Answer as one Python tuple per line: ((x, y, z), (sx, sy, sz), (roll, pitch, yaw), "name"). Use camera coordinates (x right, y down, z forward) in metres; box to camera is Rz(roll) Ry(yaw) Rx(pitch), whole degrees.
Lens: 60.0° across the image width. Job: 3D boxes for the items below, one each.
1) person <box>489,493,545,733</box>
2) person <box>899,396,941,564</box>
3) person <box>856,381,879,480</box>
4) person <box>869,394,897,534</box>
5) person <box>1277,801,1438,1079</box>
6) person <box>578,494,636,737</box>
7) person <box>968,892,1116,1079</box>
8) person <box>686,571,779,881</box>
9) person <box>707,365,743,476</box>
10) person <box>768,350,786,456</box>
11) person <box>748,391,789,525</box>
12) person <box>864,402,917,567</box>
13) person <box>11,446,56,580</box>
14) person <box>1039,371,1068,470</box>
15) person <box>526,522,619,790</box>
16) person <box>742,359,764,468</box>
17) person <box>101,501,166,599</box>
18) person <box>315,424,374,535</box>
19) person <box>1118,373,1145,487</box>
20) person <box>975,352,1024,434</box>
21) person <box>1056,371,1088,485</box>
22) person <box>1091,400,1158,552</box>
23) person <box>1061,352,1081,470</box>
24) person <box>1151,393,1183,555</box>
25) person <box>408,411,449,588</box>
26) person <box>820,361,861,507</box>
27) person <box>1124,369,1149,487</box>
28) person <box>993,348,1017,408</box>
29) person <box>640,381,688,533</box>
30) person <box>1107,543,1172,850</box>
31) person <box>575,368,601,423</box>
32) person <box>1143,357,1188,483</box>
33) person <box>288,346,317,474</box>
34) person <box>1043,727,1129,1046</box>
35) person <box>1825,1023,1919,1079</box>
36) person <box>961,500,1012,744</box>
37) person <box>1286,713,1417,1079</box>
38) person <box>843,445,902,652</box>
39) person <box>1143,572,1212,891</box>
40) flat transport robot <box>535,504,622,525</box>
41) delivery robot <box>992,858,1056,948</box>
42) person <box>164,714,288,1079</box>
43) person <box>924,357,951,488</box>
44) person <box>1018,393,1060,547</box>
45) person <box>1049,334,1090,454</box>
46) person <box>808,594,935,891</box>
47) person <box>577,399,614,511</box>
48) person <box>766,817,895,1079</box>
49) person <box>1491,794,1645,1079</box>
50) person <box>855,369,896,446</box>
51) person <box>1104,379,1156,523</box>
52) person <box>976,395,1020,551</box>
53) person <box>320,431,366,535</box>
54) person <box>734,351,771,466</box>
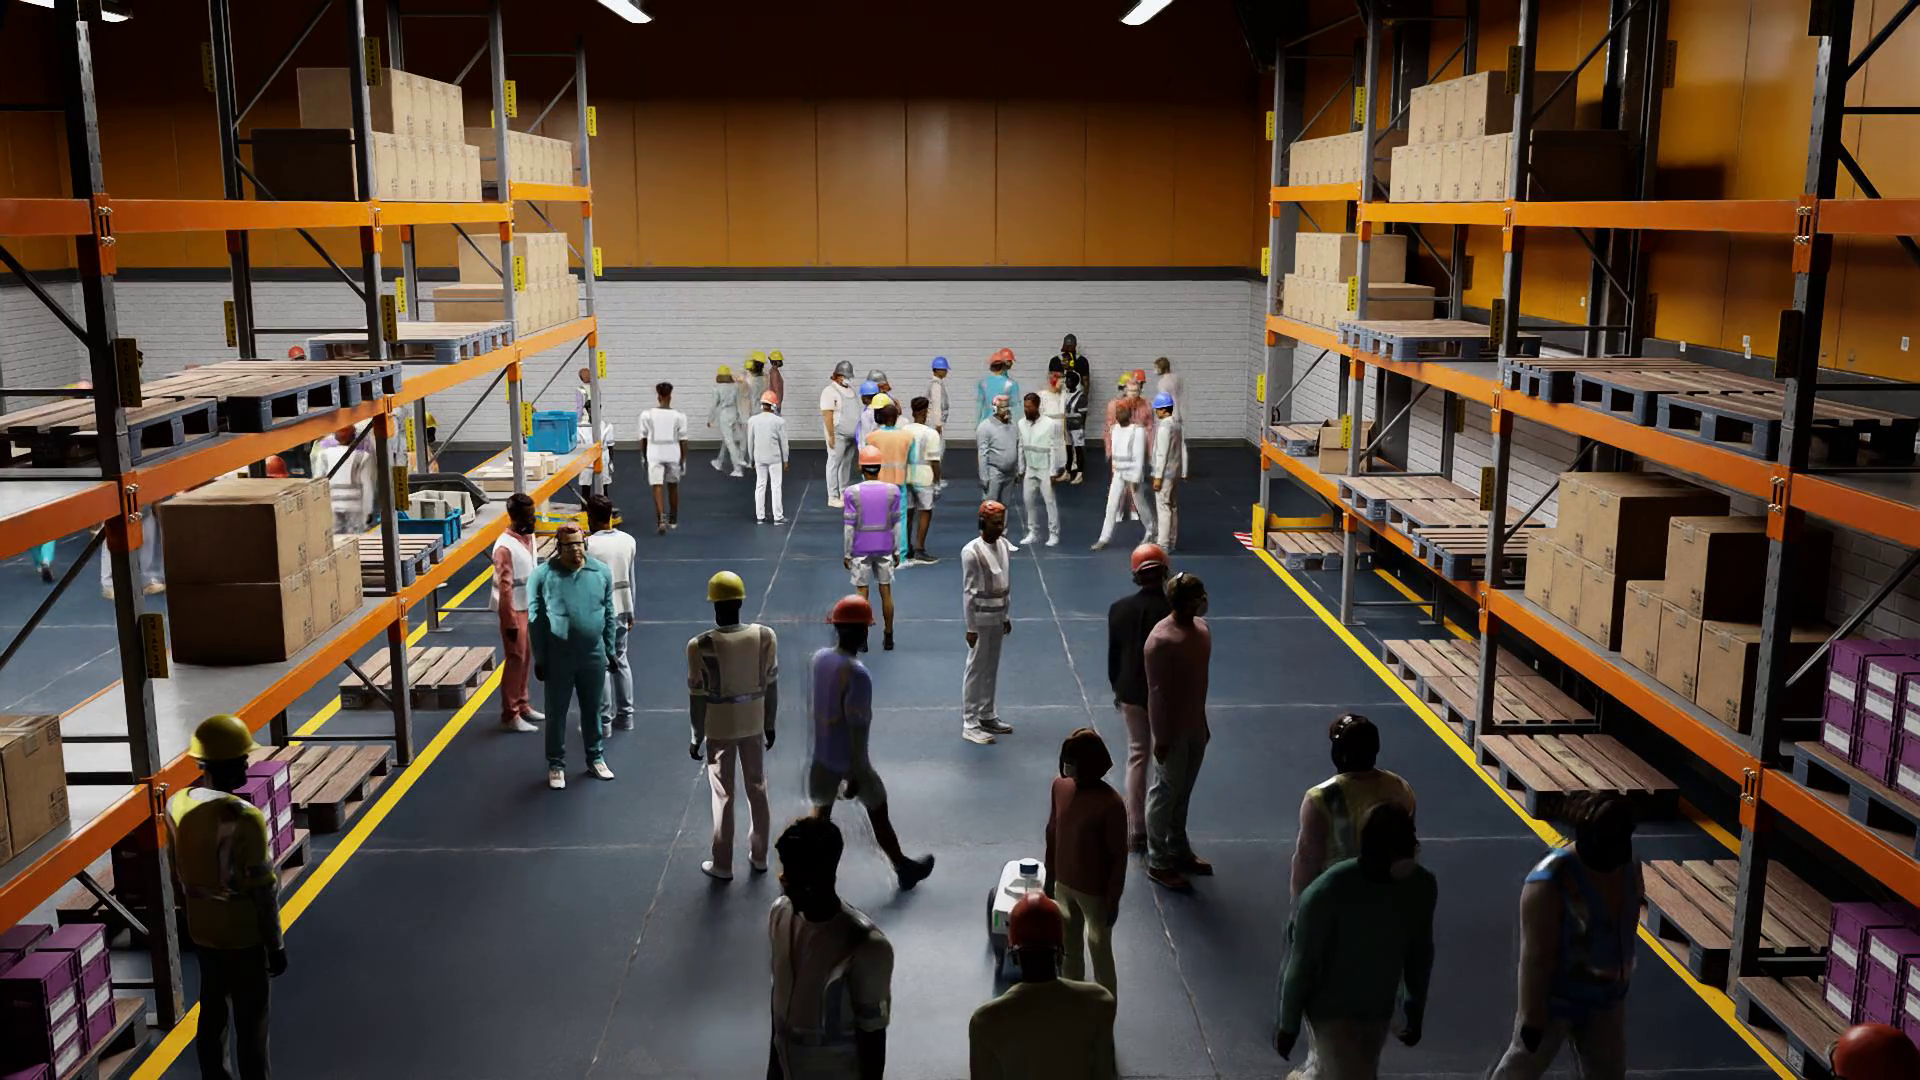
((-3.503, 0.567, 13.141), (0.400, 1.908, 0.595), (1, 11, 6), "person")
((-0.487, -0.700, 19.387), (0.631, 1.952, 0.445), (7, 13, 31), "person")
((-1.121, -1.060, 21.187), (0.409, 1.943, 0.615), (4, 12, 21), "person")
((-0.931, -0.788, 19.861), (0.362, 1.928, 0.593), (-9, 14, -37), "person")
((1.589, 1.890, 6.659), (0.643, 1.863, 1.106), (-6, 13, -27), "person")
((-2.756, 0.589, 13.024), (0.398, 1.909, 0.599), (6, 13, 29), "person")
((0.268, 2.091, 5.879), (0.565, 1.745, 0.342), (-5, 12, -22), "person")
((-1.397, 1.136, 10.219), (0.587, 1.928, 0.364), (-7, 13, -31), "person")
((-3.660, -1.863, 25.849), (0.924, 1.689, 0.490), (10, 15, 42), "person")
((-3.055, -2.281, 27.765), (0.313, 1.769, 0.525), (-2, 12, -12), "person")
((-2.488, -1.077, 21.761), (0.574, 1.747, 0.342), (4, 12, 20), "person")
((-0.808, -0.645, 19.230), (0.610, 1.915, 0.451), (0, 11, -2), "person")
((-10.268, -0.457, 18.504), (0.519, 1.819, 0.825), (-4, 12, -19), "person")
((1.290, -1.501, 23.685), (0.654, 1.826, 0.421), (-10, 15, -42), "person")
((-2.746, 0.813, 11.890), (0.640, 1.910, 0.407), (-7, 13, -31), "person")
((-3.300, -2.024, 26.550), (0.321, 1.738, 0.485), (0, 11, 2), "person")
((-8.823, -0.397, 17.620), (0.546, 2.000, 0.729), (5, 12, 22), "person")
((-6.587, -0.342, 17.777), (0.600, 1.869, 0.502), (0, 11, -2), "person")
((2.528, -1.630, 24.659), (0.491, 1.721, 0.519), (-4, 12, -19), "person")
((0.596, -1.724, 24.335), (0.757, 2.012, 0.553), (3, 12, 15), "person")
((1.690, -1.675, 24.919), (0.321, 1.693, 0.549), (-9, 14, -39), "person")
((2.051, -0.789, 20.141), (1.008, 1.833, 0.599), (-10, 15, -41), "person")
((1.738, -2.030, 26.242), (0.331, 1.872, 0.513), (-5, 12, -23), "person")
((2.458, -0.792, 19.891), (0.420, 1.932, 0.619), (5, 12, 21), "person")
((-5.805, -0.443, 18.134), (0.367, 1.927, 0.594), (-3, 12, -13), "person")
((-1.597, -1.488, 23.092), (0.535, 2.000, 0.673), (6, 13, 28), "person")
((2.606, -1.658, 24.690), (0.337, 1.742, 0.562), (-5, 12, -21), "person")
((0.661, -1.940, 25.480), (0.399, 1.989, 0.623), (-1, 11, -4), "person")
((-3.767, -1.055, 21.199), (0.612, 1.937, 0.846), (-3, 12, -12), "person")
((1.223, 1.011, 10.810), (0.642, 1.938, 0.640), (6, 13, 27), "person")
((-5.792, -1.860, 25.979), (0.314, 1.636, 0.516), (7, 13, 32), "person")
((3.132, -1.799, 25.034), (0.691, 1.901, 0.638), (8, 14, 33), "person")
((-10.258, -2.026, 25.935), (0.407, 1.985, 0.618), (9, 14, 38), "person")
((0.596, 1.704, 8.114), (0.279, 1.633, 0.505), (-10, 15, -41), "person")
((2.677, 2.265, 4.994), (0.570, 1.751, 0.329), (-10, 15, -40), "person")
((0.215, 0.622, 12.912), (0.346, 1.881, 0.578), (7, 13, 32), "person")
((1.778, 1.694, 7.672), (0.629, 1.837, 0.429), (-6, 13, -26), "person")
((-0.823, 0.081, 15.490), (0.552, 1.934, 0.364), (-3, 12, -16), "person")
((1.345, 1.145, 10.147), (0.367, 1.940, 0.634), (8, 14, 33), "person")
((-5.187, -0.315, 21.665), (1.431, 0.197, 0.652), (5, 12, 25), "flat transport robot")
((0.376, 1.993, 9.140), (0.477, 0.478, 0.707), (1, 11, 7), "delivery robot")
((-3.217, 1.705, 7.369), (0.588, 1.927, 0.371), (5, 12, 25), "person")
((-0.340, -1.738, 24.678), (0.408, 1.934, 0.695), (-2, 11, -9), "person")
((0.967, -0.862, 20.358), (0.597, 1.894, 0.453), (10, 15, 42), "person")
((1.833, -2.445, 27.892), (0.683, 2.000, 0.537), (1, 11, 7), "person")
((-0.632, 1.247, 9.834), (0.993, 1.867, 0.534), (-10, 15, -40), "person")
((-4.703, -0.972, 21.377), (0.532, 1.695, 0.319), (-3, 12, -15), "person")
((-0.502, 1.944, 6.097), (0.606, 1.957, 0.373), (11, 16, 43), "person")
((2.531, 1.878, 6.887), (0.643, 1.788, 0.906), (-6, 13, -28), "person")
((-1.106, -1.227, 21.786), (0.538, 2.000, 0.683), (-3, 12, -17), "person")
((2.256, -1.163, 21.877), (0.678, 1.882, 0.642), (-1, 11, -5), "person")
((0.485, -0.779, 19.892), (0.406, 1.902, 0.636), (11, 15, 43), "person")
((-6.968, -0.592, 18.950), (0.642, 1.899, 0.617), (5, 13, 26), "person")
((-3.297, -2.078, 26.483), (0.939, 1.870, 0.600), (10, 15, 42), "person")
